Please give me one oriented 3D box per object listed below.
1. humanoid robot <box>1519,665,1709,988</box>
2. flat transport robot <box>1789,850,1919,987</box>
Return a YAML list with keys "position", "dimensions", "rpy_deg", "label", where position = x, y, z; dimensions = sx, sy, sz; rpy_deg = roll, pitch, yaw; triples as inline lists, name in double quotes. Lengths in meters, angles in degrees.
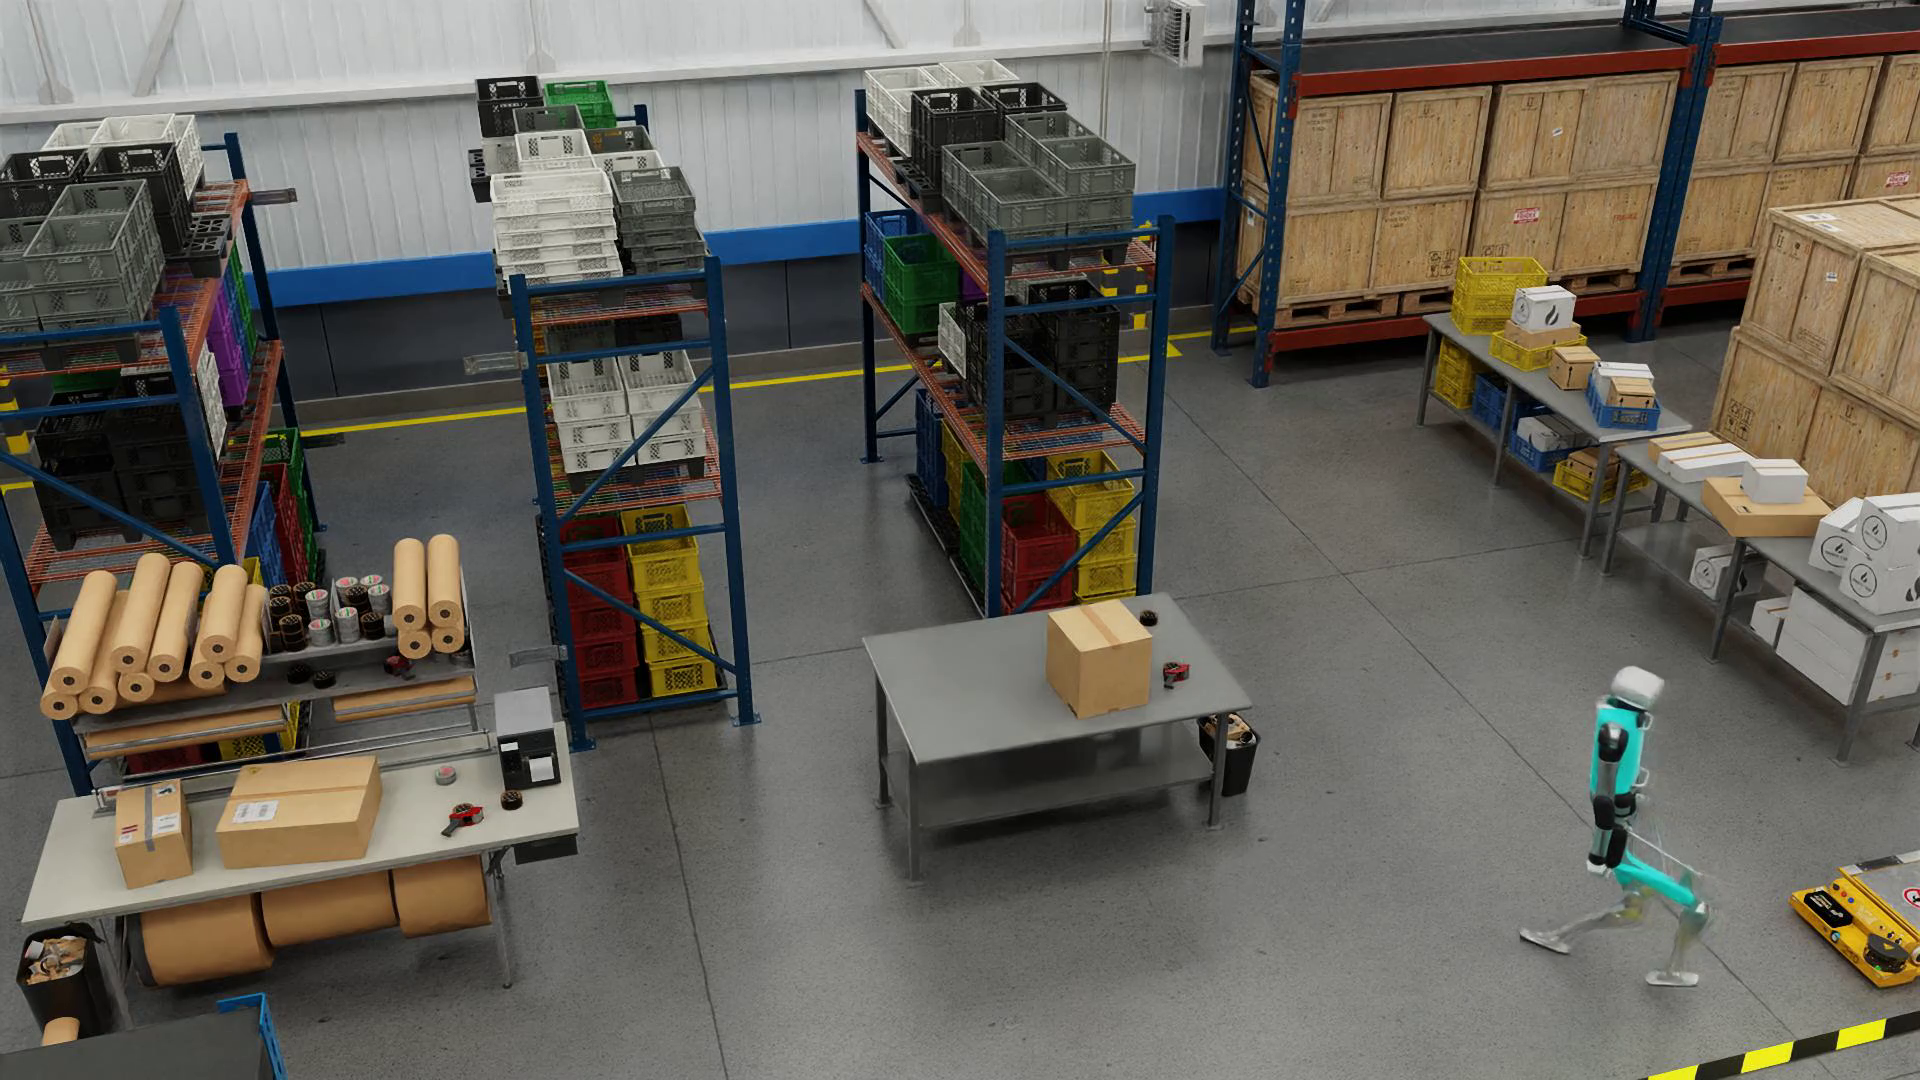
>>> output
- position: [3.362, 1.465, 8.031]
  dimensions: [1.041, 1.772, 0.540]
  rpy_deg: [15, 32, 25]
  label: "humanoid robot"
- position: [5.163, 1.916, 8.676]
  dimensions: [1.431, 0.231, 0.659]
  rpy_deg: [-8, 30, -14]
  label: "flat transport robot"
